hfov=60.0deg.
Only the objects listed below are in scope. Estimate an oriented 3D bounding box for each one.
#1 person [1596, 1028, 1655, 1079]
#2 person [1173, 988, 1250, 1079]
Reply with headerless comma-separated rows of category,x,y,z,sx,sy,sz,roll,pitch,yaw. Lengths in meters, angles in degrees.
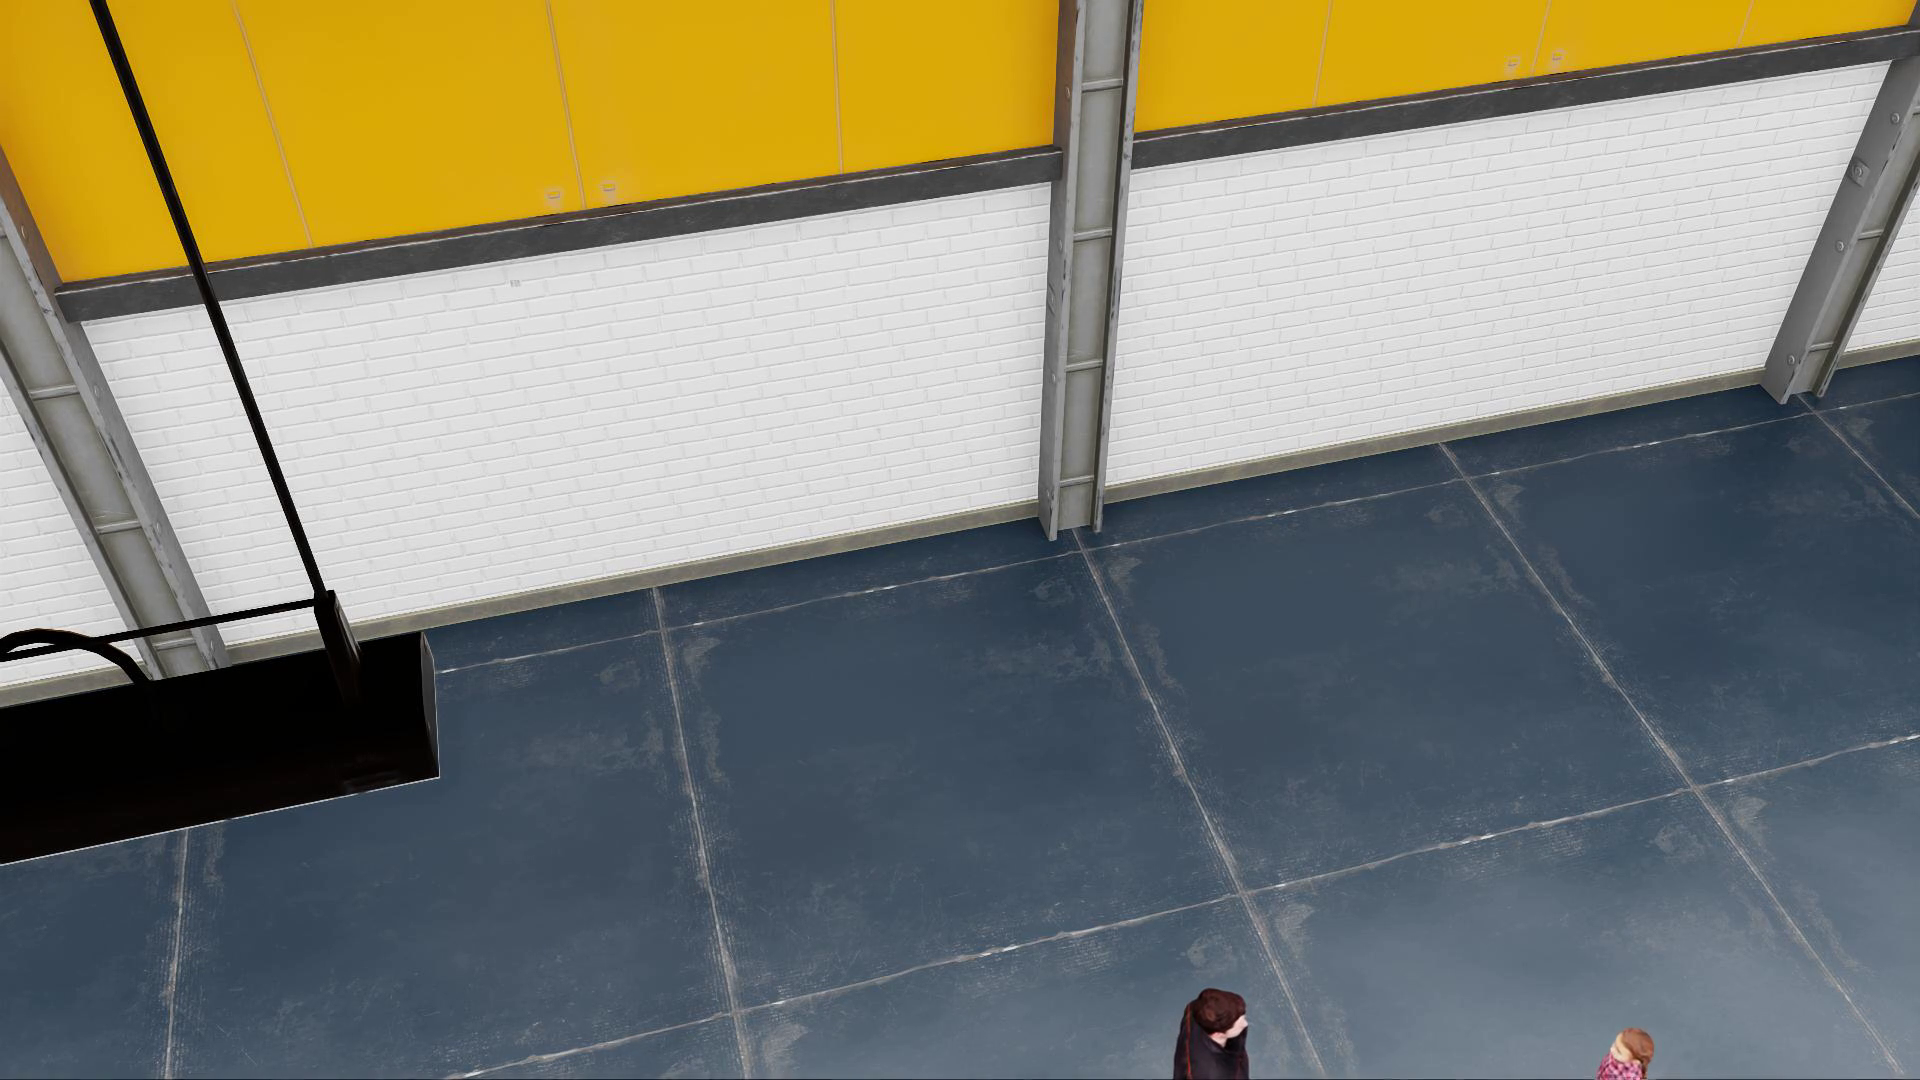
person,3.309,2.773,8.284,0.781,0.999,0.540,-1,44,-1
person,1.120,2.657,7.735,0.718,1.924,0.768,2,44,2
